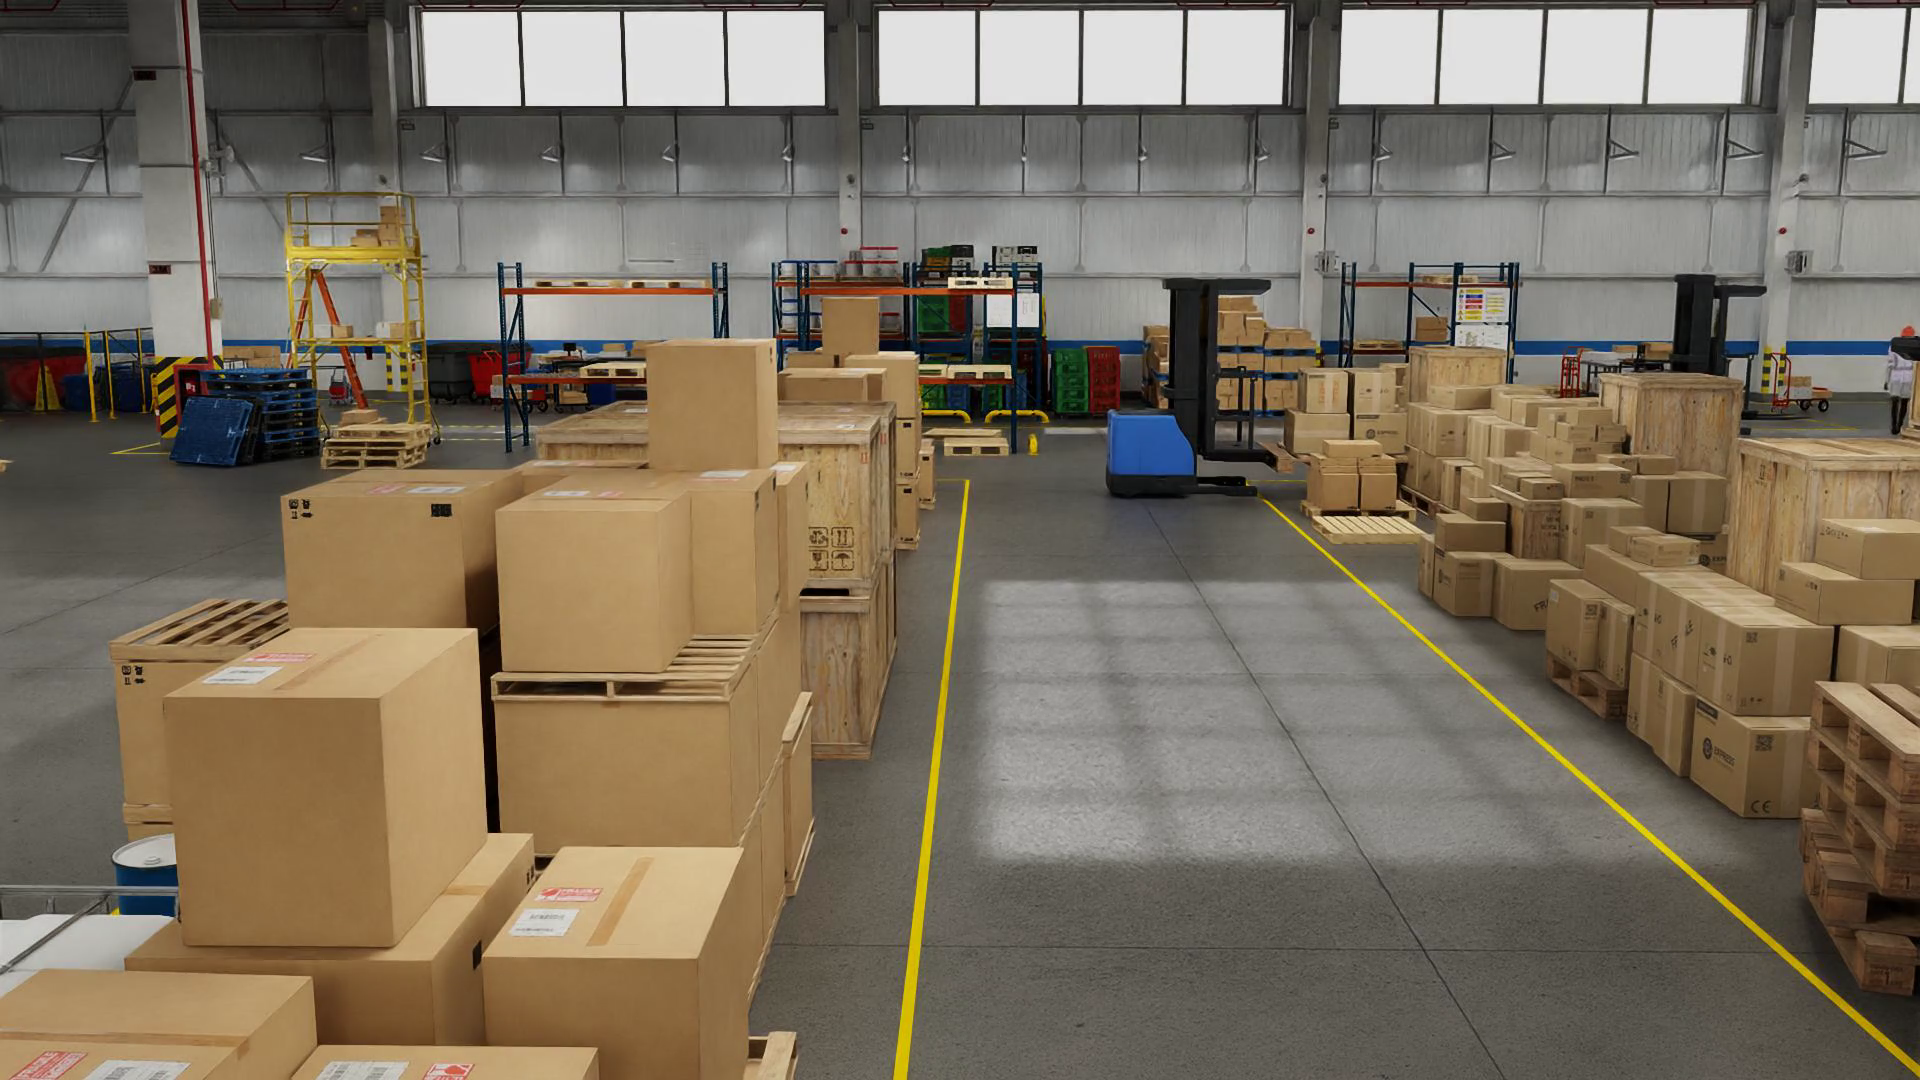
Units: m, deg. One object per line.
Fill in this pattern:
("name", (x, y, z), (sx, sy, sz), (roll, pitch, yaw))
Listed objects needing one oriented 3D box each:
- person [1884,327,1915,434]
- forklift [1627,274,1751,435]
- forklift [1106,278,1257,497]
("person", (16.640, -2.794, 29.300), (0.574, 1.896, 0.930), (4, 10, 23))
("forklift", (12.829, -3.275, 29.252), (1.873, 2.768, 1.129), (0, 9, 1))
("forklift", (2.884, -2.007, 21.659), (1.873, 2.768, 1.129), (0, 9, 1))
